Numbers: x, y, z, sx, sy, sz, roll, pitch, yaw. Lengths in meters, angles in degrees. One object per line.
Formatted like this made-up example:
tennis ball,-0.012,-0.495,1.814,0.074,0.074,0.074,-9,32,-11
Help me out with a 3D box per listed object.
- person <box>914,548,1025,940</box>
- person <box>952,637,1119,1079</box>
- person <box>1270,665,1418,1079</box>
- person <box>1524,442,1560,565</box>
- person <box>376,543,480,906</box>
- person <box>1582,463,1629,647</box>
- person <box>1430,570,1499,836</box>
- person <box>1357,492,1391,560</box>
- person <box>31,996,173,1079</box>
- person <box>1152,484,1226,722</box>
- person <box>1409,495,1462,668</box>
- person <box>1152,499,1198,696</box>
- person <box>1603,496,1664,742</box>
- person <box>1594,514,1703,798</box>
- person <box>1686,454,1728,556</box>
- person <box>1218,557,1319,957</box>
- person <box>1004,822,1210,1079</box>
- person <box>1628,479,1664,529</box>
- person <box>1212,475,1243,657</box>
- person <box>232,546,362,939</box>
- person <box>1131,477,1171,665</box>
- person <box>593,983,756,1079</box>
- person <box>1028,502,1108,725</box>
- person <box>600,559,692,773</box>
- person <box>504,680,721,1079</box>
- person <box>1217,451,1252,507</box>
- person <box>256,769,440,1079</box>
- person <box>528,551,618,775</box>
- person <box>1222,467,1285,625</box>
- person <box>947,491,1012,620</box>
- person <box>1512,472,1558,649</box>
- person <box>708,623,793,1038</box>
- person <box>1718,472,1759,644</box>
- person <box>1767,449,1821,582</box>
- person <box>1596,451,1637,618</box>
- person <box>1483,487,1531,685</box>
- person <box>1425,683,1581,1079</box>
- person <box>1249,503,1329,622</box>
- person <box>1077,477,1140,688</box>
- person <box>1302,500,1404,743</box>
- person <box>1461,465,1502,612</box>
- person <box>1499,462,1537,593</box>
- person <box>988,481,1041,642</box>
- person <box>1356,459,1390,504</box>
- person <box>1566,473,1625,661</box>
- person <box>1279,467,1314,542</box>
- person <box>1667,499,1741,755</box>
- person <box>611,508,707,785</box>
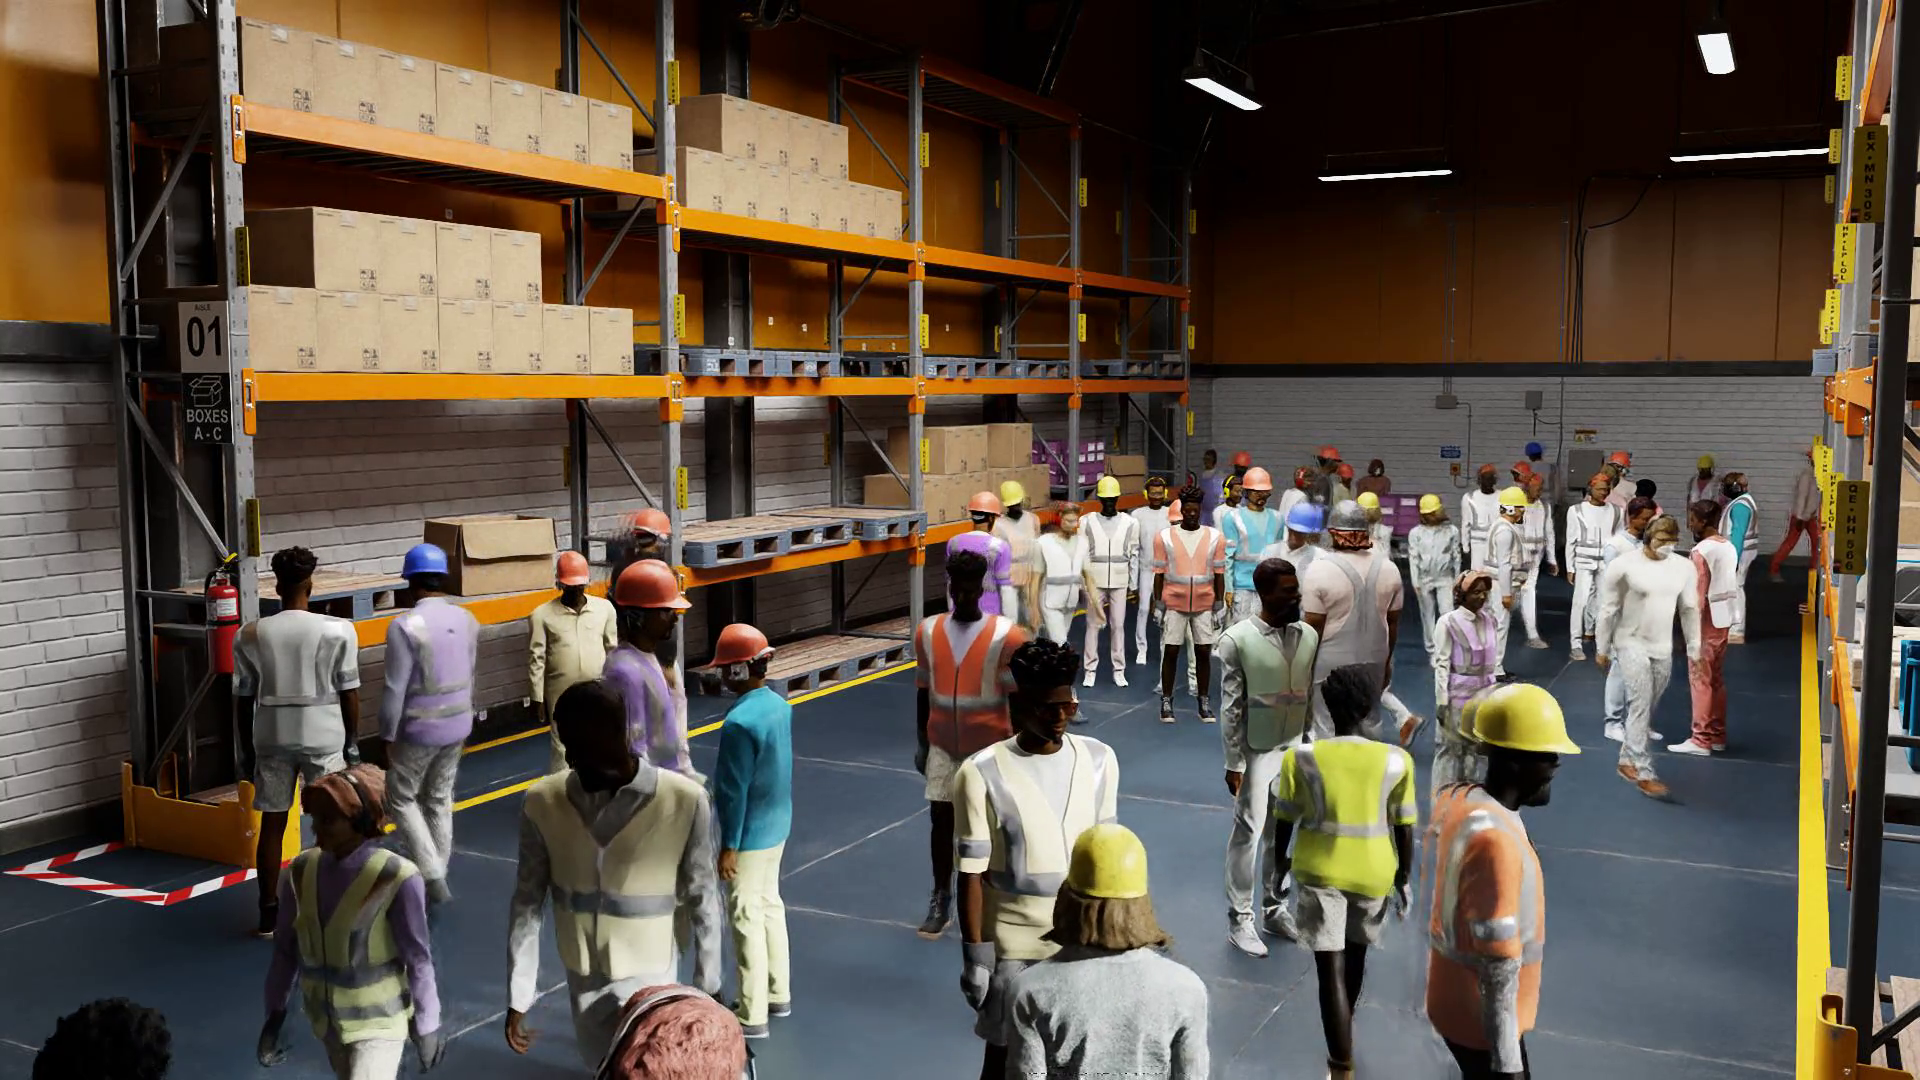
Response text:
person,0.057,0.995,8.505,0.634,1.950,0.774,2,6,20
person,0.257,1.278,5.396,0.599,1.958,0.374,-3,6,-28
person,1.504,1.311,6.603,0.549,1.642,0.858,0,5,0
person,8.864,-0.550,25.427,0.622,1.909,0.860,1,5,13
person,-2.795,0.982,8.700,0.472,1.929,0.627,3,6,27
person,6.821,0.155,17.558,0.370,1.940,0.631,-2,6,-19
person,3.078,0.993,10.120,0.518,1.639,0.312,-3,6,-32
person,3.926,0.399,16.047,0.347,1.735,0.481,-4,7,-36
person,-1.460,1.634,2.923,0.550,1.686,0.369,-2,6,-23
person,1.864,0.520,13.553,0.602,1.957,0.385,0,5,0
person,4.550,0.422,15.903,0.504,1.695,0.847,1,5,13
person,1.960,0.508,14.749,0.565,1.748,0.339,3,6,27
person,5.200,0.607,12.870,0.597,1.909,0.405,-3,6,-30
person,4.685,0.763,11.266,0.637,1.903,0.671,-1,5,-12
person,10.528,-0.316,23.402,0.783,1.801,0.594,-4,7,-40
person,1.511,1.038,8.145,0.590,1.922,0.392,-4,6,-34
person,0.341,1.525,4.004,0.504,1.711,0.769,0,5,-5
person,7.740,0.157,18.822,0.532,1.696,0.319,-4,7,-38
person,2.730,0.273,16.760,0.341,1.856,0.519,4,7,40
person,-3.307,1.008,8.325,0.599,1.958,0.381,-1,5,-6
person,1.921,0.306,16.363,0.510,1.861,0.313,-1,5,-7
person,-0.406,1.587,2.410,0.653,1.894,0.401,-4,6,-35
person,0.887,0.588,13.595,0.601,1.793,0.866,-5,7,-44
person,-1.293,1.095,6.886,0.392,2.041,0.615,-1,5,-7
person,-1.059,1.357,5.045,0.600,1.860,0.960,1,5,8
person,3.672,-0.245,22.092,0.557,1.903,0.912,1,5,6
person,-1.871,1.486,5.054,0.538,1.584,0.875,3,6,27
person,-2.370,0.930,10.285,0.574,1.739,0.350,-3,6,-27
person,2.575,0.387,14.505,0.608,2.044,0.372,-2,6,-21
person,0.164,0.579,13.088,0.553,1.923,0.392,3,6,25
person,5.946,0.193,17.647,0.582,1.853,0.889,-2,6,-22
person,-0.907,1.223,7.116,0.353,1.739,0.577,1,5,14
person,8.303,0.188,17.793,0.429,1.829,0.638,3,6,27
person,11.679,-0.348,23.097,0.643,1.935,0.875,-5,7,-40
person,7.685,-0.046,19.492,0.410,1.984,0.617,-5,7,-43
person,5.034,0.421,15.337,0.404,1.823,0.590,1,6,15
person,1.488,1.353,4.821,0.554,1.912,0.595,2,6,16
person,2.442,0.672,12.219,0.702,1.910,0.451,4,7,38
person,1.346,0.384,15.155,0.585,1.927,0.366,0,5,-2
person,2.420,0.755,10.548,0.689,2.000,0.539,-2,6,-19
person,5.879,0.102,18.554,0.563,1.856,0.856,1,5,13
person,7.411,-0.166,22.037,0.338,1.743,0.560,-3,6,-30
person,0.526,0.375,15.497,0.642,1.876,0.490,-3,6,-32
person,6.355,-0.442,25.685,0.553,1.616,0.385,0,5,2
person,6.344,0.273,16.613,0.580,1.878,0.363,0,5,3
person,3.920,0.041,19.490,0.450,1.817,0.668,-1,5,-11
person,5.594,0.650,12.425,0.408,1.907,0.598,5,7,44
person,-2.130,0.761,11.040,0.622,1.950,0.991,3,6,32
